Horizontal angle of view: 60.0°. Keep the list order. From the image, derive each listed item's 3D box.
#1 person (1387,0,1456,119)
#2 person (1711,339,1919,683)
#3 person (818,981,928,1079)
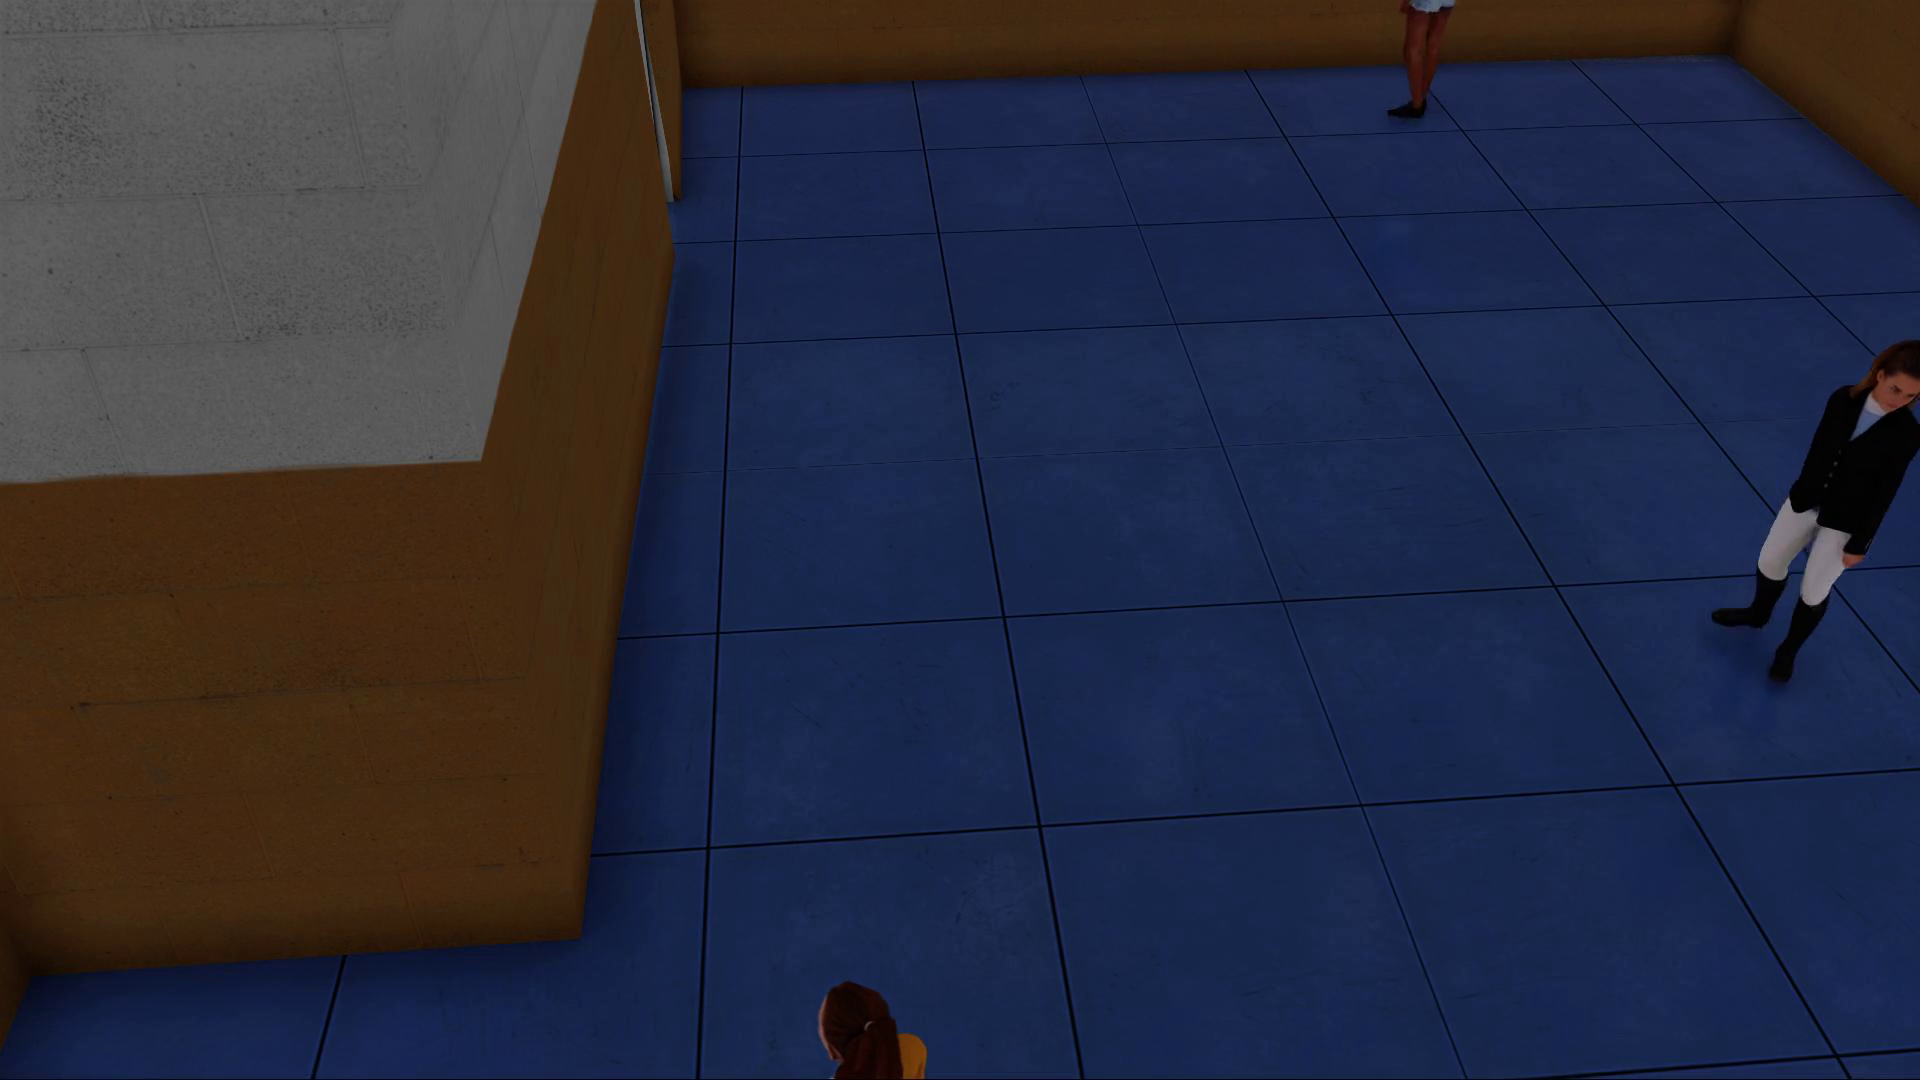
[{"bbox_3d":[3.471,-3.955,12.111,0.707,1.723,0.844,-12,38,-15],"label":"person"},{"bbox_3d":[3.659,-0.113,6.991,0.790,1.707,0.826,-10,38,-13],"label":"person"},{"bbox_3d":[-0.240,1.768,4.464,0.750,1.750,0.682,30,46,34],"label":"person"}]
